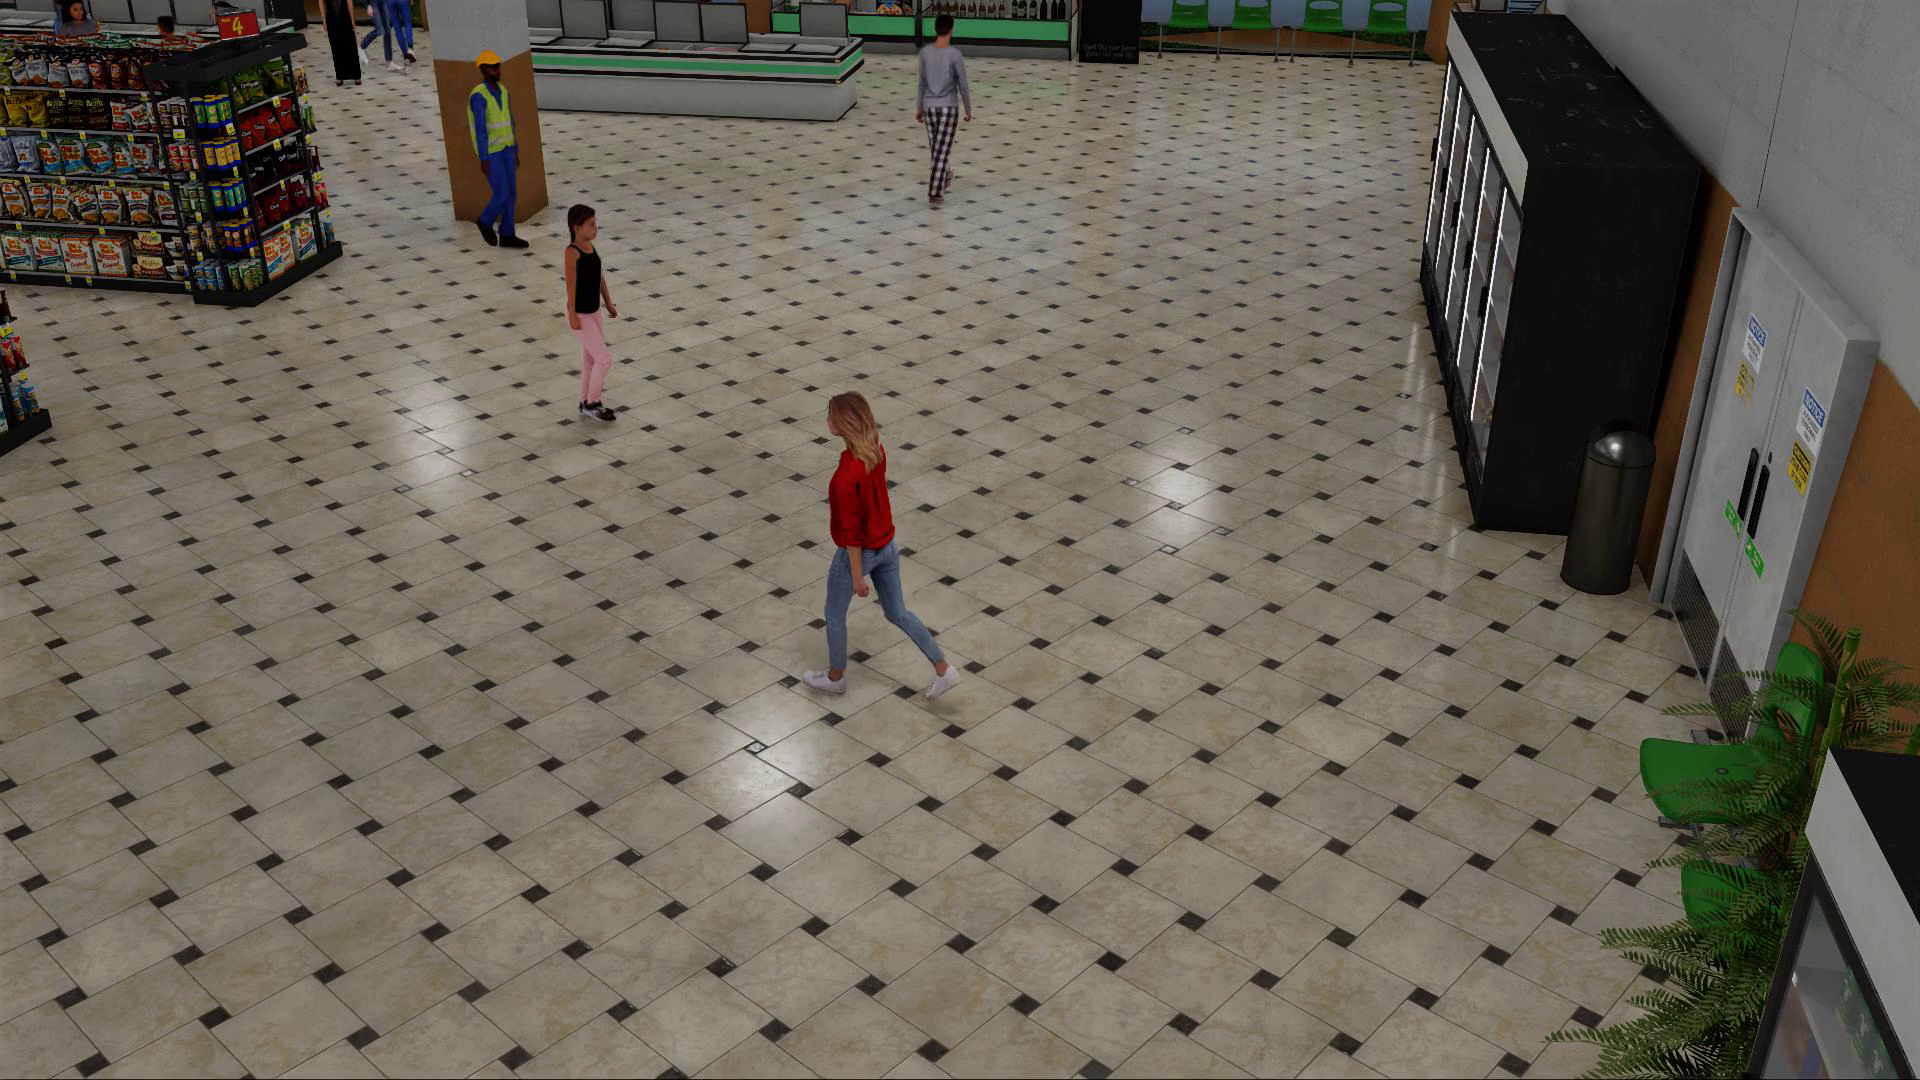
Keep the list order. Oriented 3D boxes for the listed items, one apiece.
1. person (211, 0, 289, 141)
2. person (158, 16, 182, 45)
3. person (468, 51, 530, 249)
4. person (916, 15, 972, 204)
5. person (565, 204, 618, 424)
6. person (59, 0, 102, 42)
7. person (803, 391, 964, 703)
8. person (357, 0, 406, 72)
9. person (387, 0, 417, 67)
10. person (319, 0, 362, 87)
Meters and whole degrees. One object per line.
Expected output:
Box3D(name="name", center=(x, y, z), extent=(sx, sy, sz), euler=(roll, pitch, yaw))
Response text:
Box3D(name="person", center=(-8.031, -5.245, 18.830), extent=(1.279, 1.582, 1.057), euler=(-10, 29, -19))
Box3D(name="person", center=(-8.987, -5.327, 19.145), extent=(0.899, 1.443, 0.758), euler=(13, 30, 23))
Box3D(name="person", center=(-4.320, -3.566, 15.276), extent=(0.779, 1.803, 0.743), euler=(10, 28, 18))
Box3D(name="person", center=(-0.221, -4.285, 16.676), extent=(1.062, 1.819, 0.878), euler=(10, 29, 19))
Box3D(name="person", center=(-2.678, -1.583, 11.639), extent=(0.582, 1.555, 0.555), euler=(6, 28, 13))
Box3D(name="person", center=(-9.635, -5.118, 18.384), extent=(0.907, 1.759, 0.833), euler=(19, 33, 33))
Box3D(name="person", center=(-0.391, 0.089, 8.208), extent=(1.168, 1.676, 0.823), euler=(13, 30, 24))
Box3D(name="person", center=(-8.011, -7.258, 22.577), extent=(0.920, 1.783, 0.689), euler=(6, 28, 12))
Box3D(name="person", center=(-7.783, -7.418, 22.930), extent=(0.803, 1.749, 0.880), euler=(-8, 28, -16))
Box3D(name="person", center=(-8.170, -6.812, 21.898), extent=(0.601, 1.603, 0.710), euler=(-8, 28, -16))
